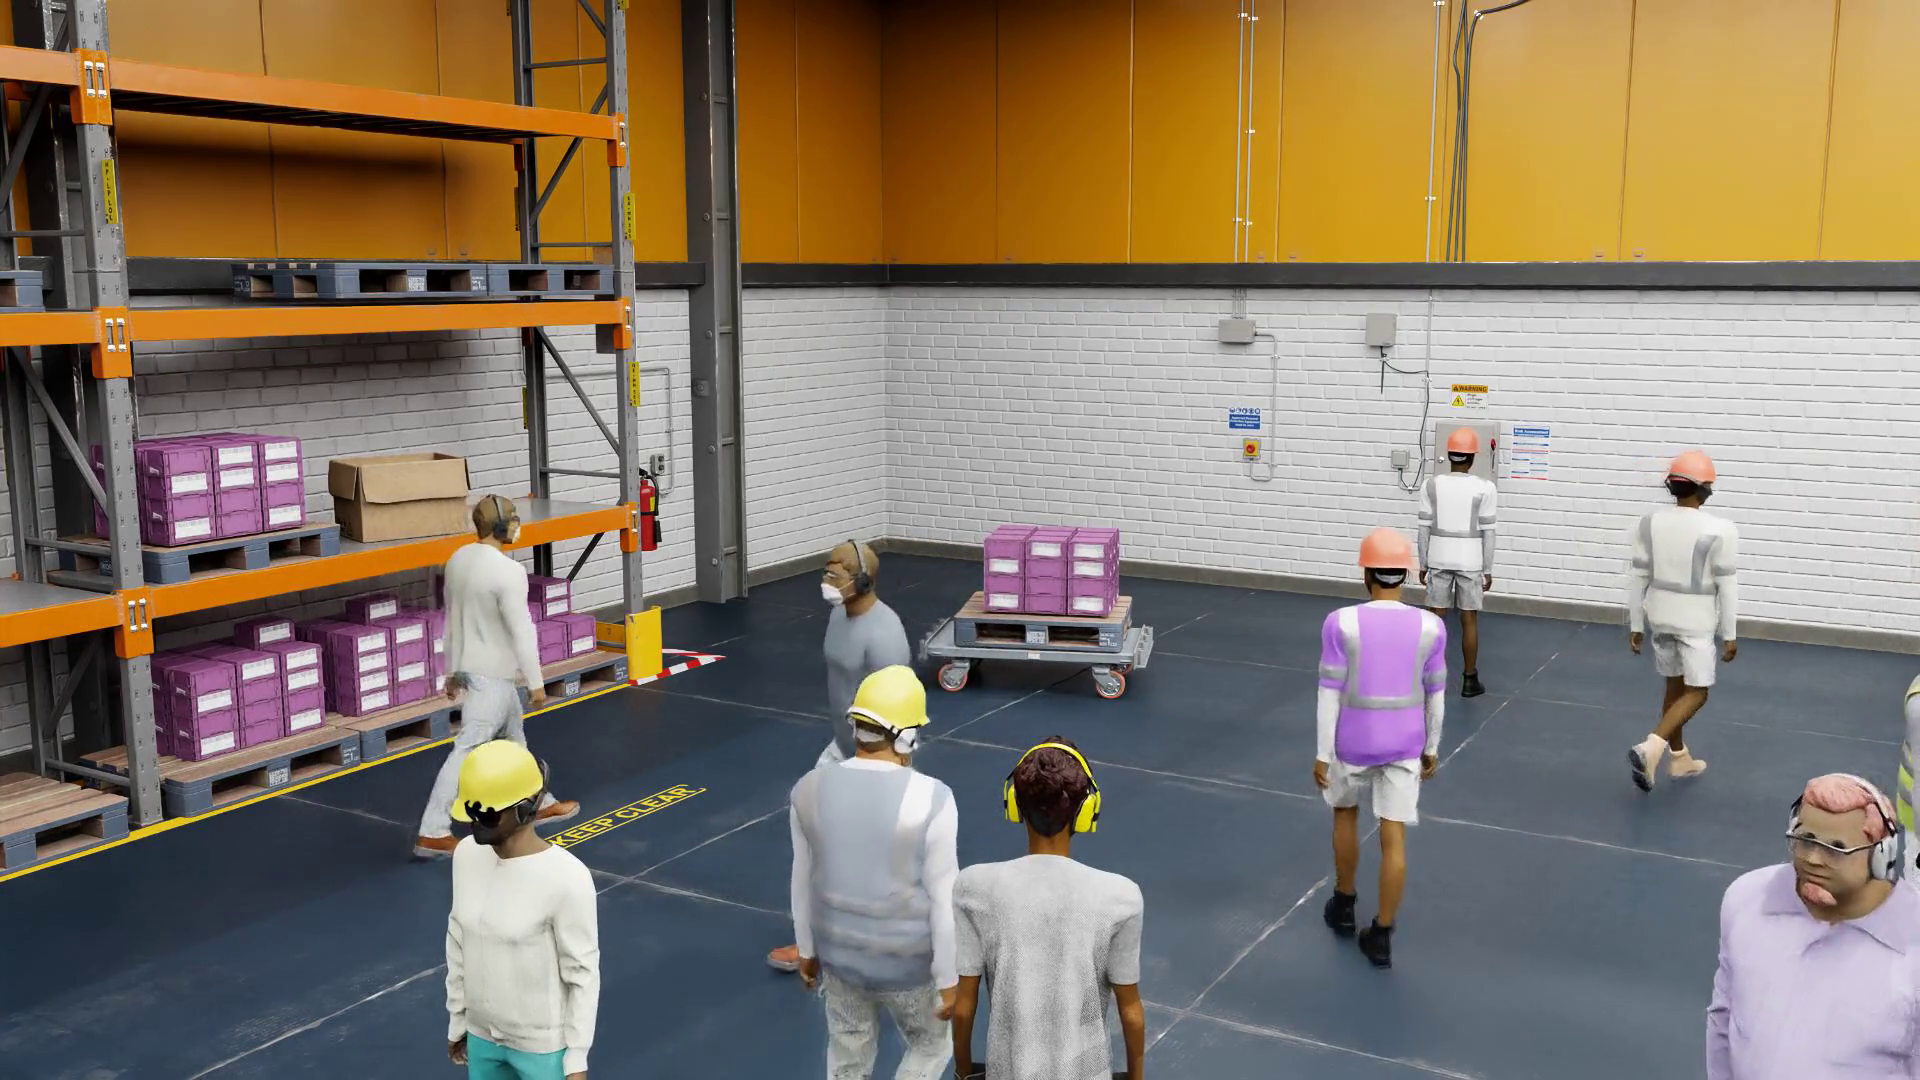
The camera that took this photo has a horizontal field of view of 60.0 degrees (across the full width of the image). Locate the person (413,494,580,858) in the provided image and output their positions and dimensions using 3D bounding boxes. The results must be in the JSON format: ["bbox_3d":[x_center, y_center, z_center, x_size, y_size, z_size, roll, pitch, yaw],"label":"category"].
[{"bbox_3d":[-2.497,0.699,8.779,1.031,1.887,0.650,-9,12,-43],"label":"person"}]

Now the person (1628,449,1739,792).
[{"bbox_3d":[4.189,0.478,9.724,0.857,2.024,0.615,-6,11,-34],"label":"person"}]

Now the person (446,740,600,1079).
[{"bbox_3d":[-1.251,1.411,4.696,0.524,1.759,0.328,5,10,28],"label":"person"}]

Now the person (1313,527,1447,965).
[{"bbox_3d":[1.860,0.885,7.478,0.579,1.912,0.750,1,9,3],"label":"person"}]

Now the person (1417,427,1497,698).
[{"bbox_3d":[3.563,0.159,11.951,0.547,1.938,0.379,5,10,27],"label":"person"}]

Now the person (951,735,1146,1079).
[{"bbox_3d":[0.230,1.420,4.292,0.530,1.871,0.322,1,9,8],"label":"person"}]

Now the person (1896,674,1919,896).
[{"bbox_3d":[3.849,1.104,6.397,0.626,1.834,0.431,-6,11,-35],"label":"person"}]

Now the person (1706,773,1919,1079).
[{"bbox_3d":[2.038,1.465,3.935,0.449,1.895,0.644,-6,11,-35],"label":"person"}]

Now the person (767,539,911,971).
[{"bbox_3d":[-0.520,0.951,7.064,0.782,1.913,0.663,-4,10,-26],"label":"person"}]

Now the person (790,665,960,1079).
[{"bbox_3d":[-0.253,1.291,5.270,0.625,1.809,0.429,4,10,25],"label":"person"}]
